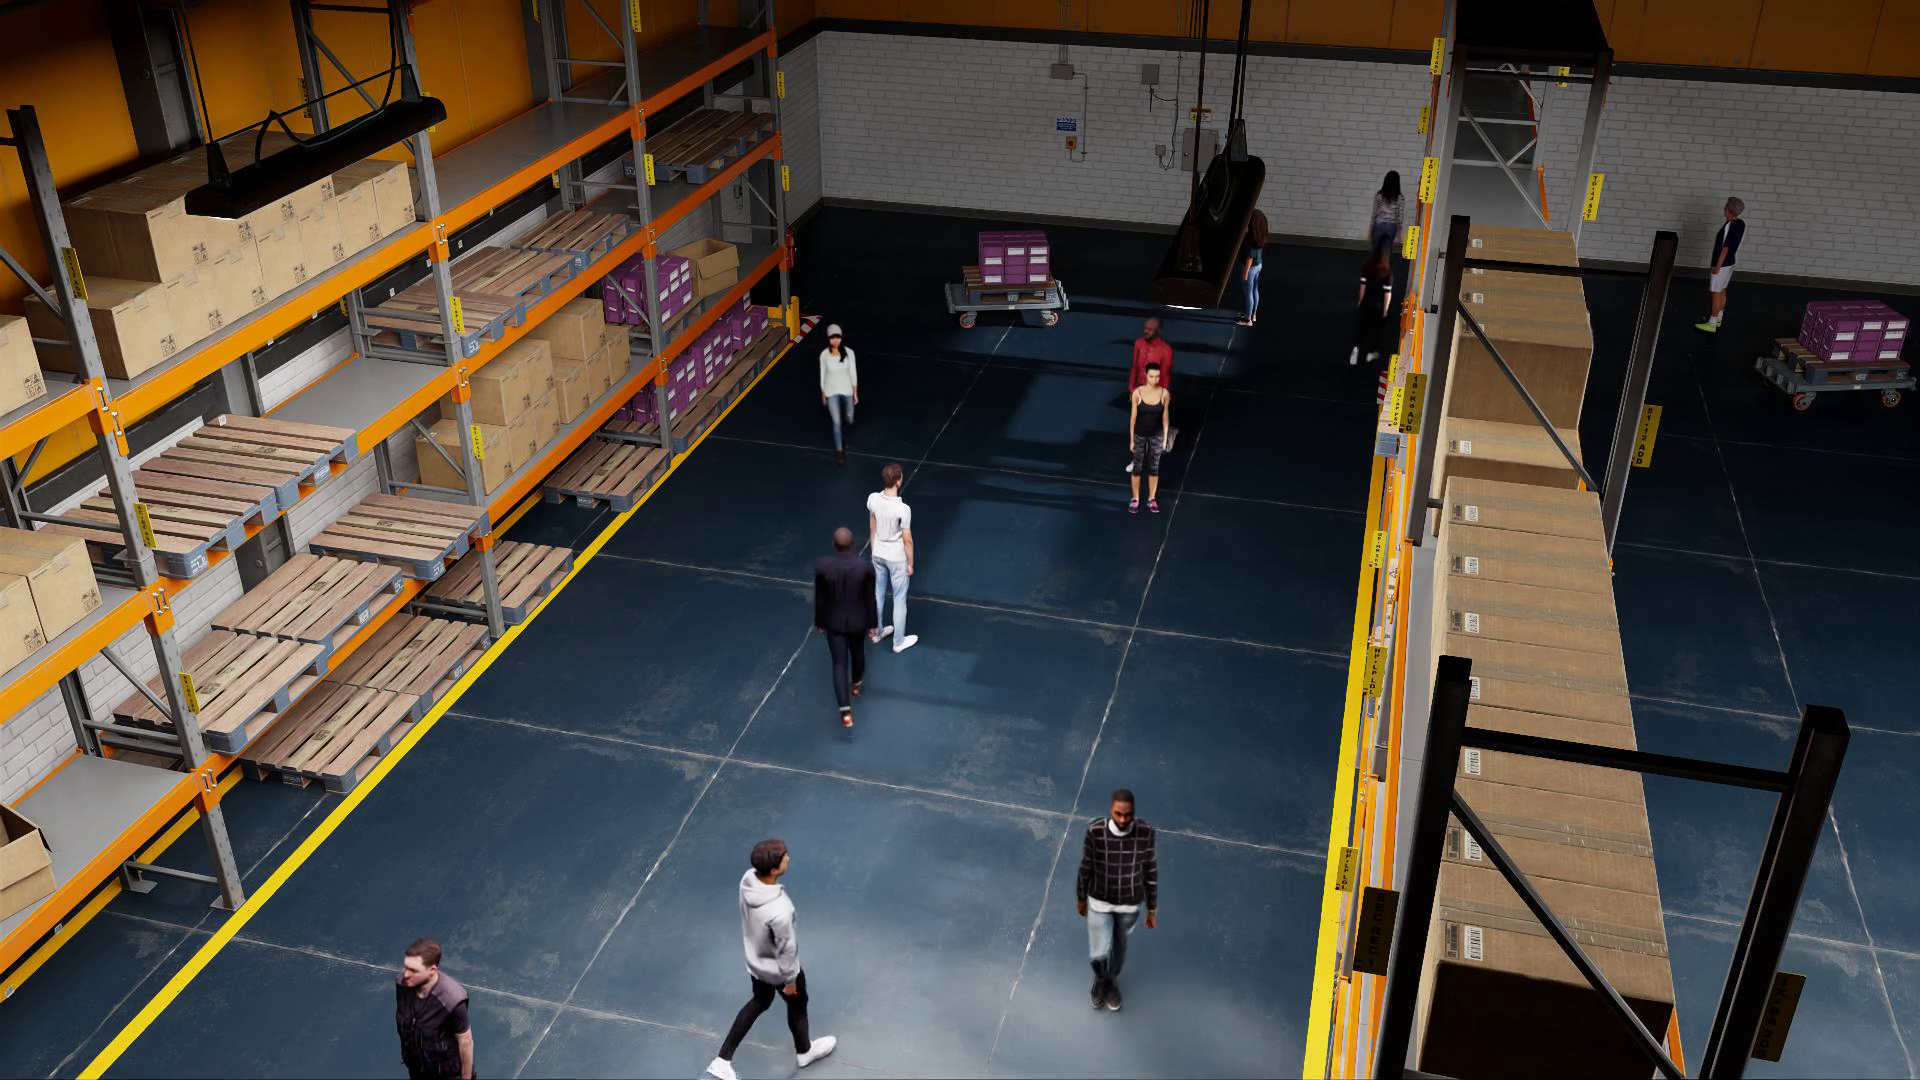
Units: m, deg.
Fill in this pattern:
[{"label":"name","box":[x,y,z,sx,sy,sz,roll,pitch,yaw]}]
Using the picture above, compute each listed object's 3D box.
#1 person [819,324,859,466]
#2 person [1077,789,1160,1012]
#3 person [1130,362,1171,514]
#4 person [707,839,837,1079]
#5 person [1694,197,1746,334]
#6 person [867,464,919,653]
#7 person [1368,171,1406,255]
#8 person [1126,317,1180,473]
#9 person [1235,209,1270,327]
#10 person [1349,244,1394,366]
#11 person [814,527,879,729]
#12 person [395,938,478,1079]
[{"label":"person","box":[-1.377,-1.701,18.981,0.777,1.635,0.945,-4,29,-7]},{"label":"person","box":[1.057,2.377,11.322,0.771,1.810,0.738,0,29,0]},{"label":"person","box":[2.006,-1.102,17.789,0.604,1.724,0.592,1,29,1]},{"label":"person","box":[-1.278,2.715,10.605,1.248,1.903,1.080,-22,36,-35]},{"label":"person","box":[10.326,-3.738,22.505,0.769,1.836,0.627,22,35,34]},{"label":"person","box":[-0.650,0.156,15.351,0.694,1.850,0.648,18,33,29]},{"label":"person","box":[6.021,-4.330,23.652,0.621,1.778,0.595,9,30,16]},{"label":"person","box":[2.218,-1.690,18.800,1.055,1.788,1.237,24,37,37]},{"label":"person","box":[3.989,-3.732,22.724,0.734,1.615,0.628,18,33,30]},{"label":"person","box":[5.275,-2.991,21.362,0.849,1.618,1.073,21,35,34]},{"label":"person","box":[-0.970,0.780,14.281,1.013,1.780,1.276,-3,29,-6]},{"label":"person","box":[-3.099,3.116,9.930,0.760,1.846,0.675,14,32,24]}]
